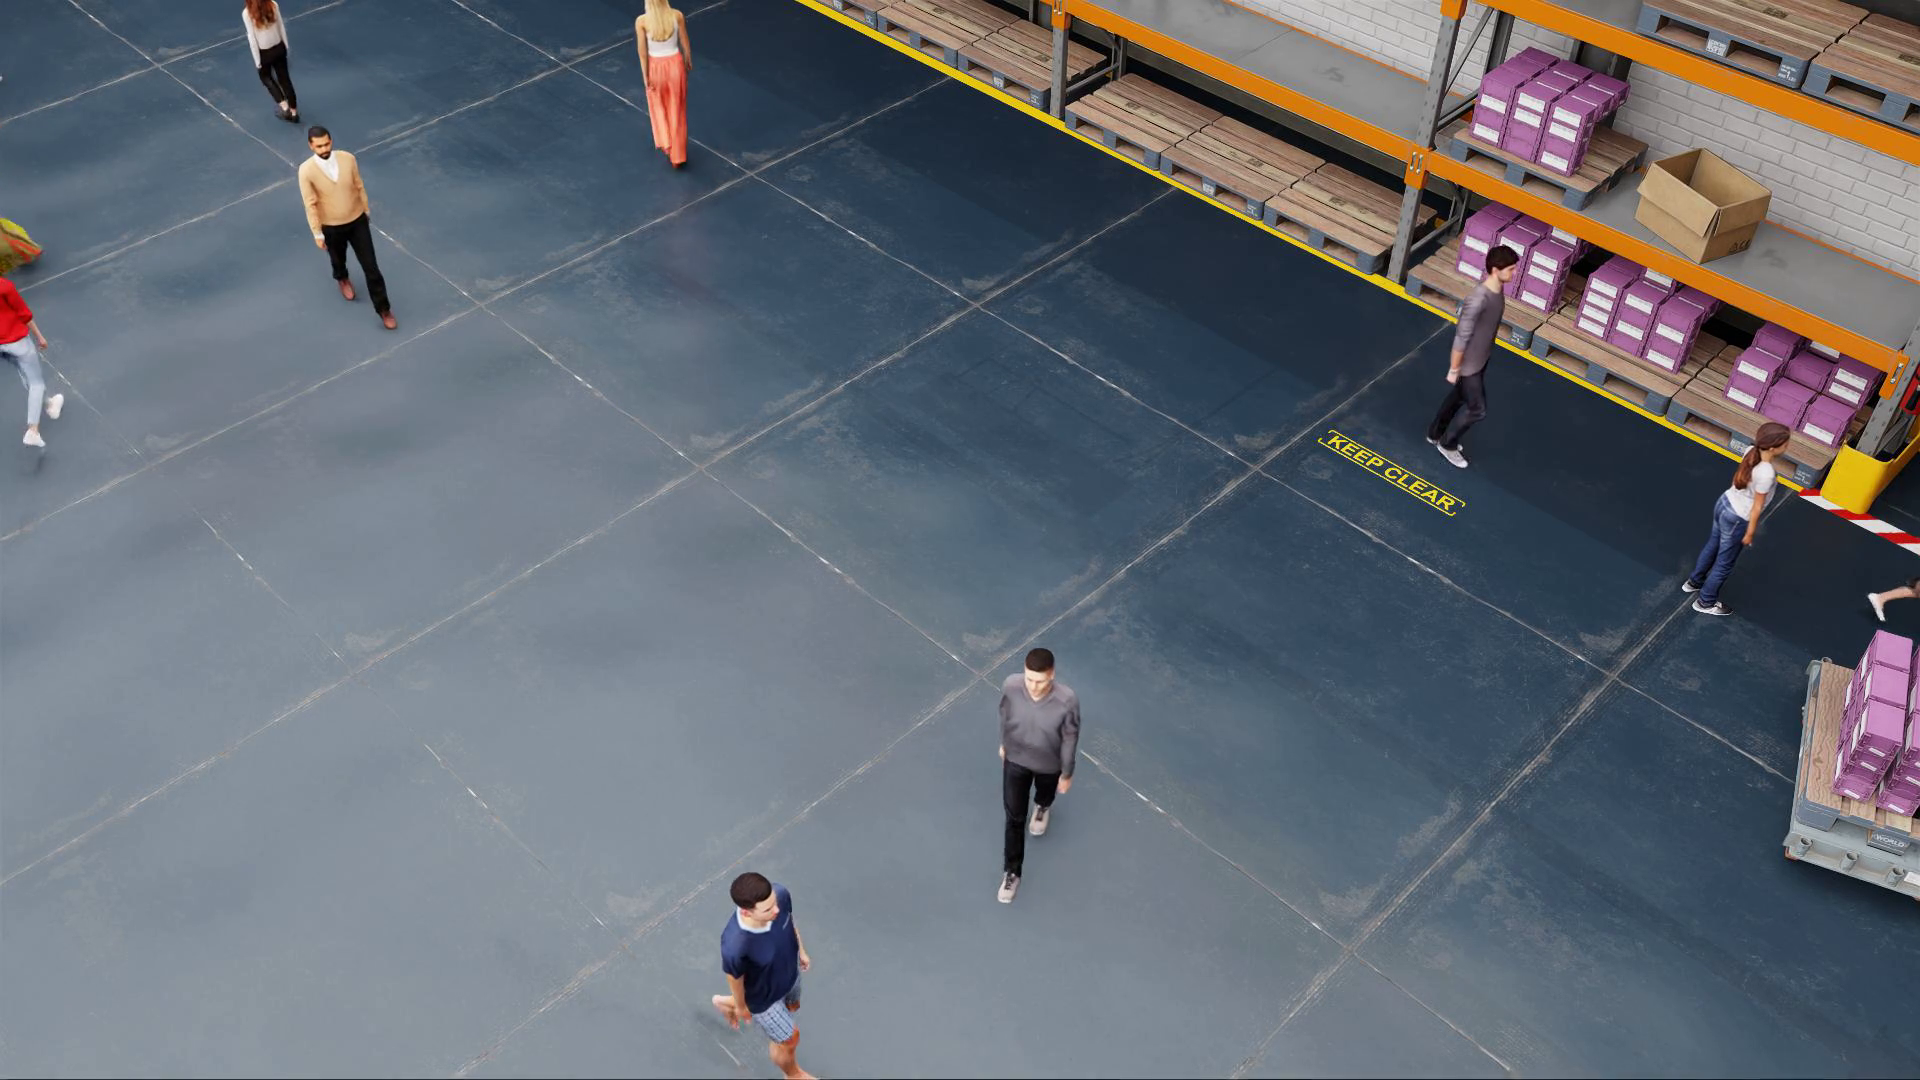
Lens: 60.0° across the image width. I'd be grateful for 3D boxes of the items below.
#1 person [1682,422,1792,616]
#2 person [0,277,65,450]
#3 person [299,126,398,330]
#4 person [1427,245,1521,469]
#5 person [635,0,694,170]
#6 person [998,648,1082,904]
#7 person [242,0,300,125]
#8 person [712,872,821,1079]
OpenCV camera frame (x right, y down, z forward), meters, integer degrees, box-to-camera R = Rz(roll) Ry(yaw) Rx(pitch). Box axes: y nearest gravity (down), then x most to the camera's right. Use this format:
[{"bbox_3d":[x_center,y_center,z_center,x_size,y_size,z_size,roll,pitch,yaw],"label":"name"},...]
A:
[{"bbox_3d":[5.223,-0.172,11.165,0.692,1.562,0.635,1,44,1],"label":"person"},{"bbox_3d":[-7.086,-1.423,12.388,1.024,1.687,1.121,-3,44,-4],"label":"person"},{"bbox_3d":[-5.085,-2.623,13.619,0.814,1.727,1.215,-25,49,-24],"label":"person"},{"bbox_3d":[3.683,-1.382,12.236,0.728,1.838,0.769,24,49,23],"label":"person"},{"bbox_3d":[-2.678,-4.223,15.254,0.871,1.787,0.959,-6,44,-7],"label":"person"},{"bbox_3d":[0.462,1.197,9.616,1.140,1.717,1.071,9,44,9],"label":"person"},{"bbox_3d":[-6.570,-4.667,15.946,0.529,1.475,0.582,31,51,28],"label":"person"},{"bbox_3d":[-1.039,2.199,8.484,1.090,1.828,0.817,21,48,21],"label":"person"}]
